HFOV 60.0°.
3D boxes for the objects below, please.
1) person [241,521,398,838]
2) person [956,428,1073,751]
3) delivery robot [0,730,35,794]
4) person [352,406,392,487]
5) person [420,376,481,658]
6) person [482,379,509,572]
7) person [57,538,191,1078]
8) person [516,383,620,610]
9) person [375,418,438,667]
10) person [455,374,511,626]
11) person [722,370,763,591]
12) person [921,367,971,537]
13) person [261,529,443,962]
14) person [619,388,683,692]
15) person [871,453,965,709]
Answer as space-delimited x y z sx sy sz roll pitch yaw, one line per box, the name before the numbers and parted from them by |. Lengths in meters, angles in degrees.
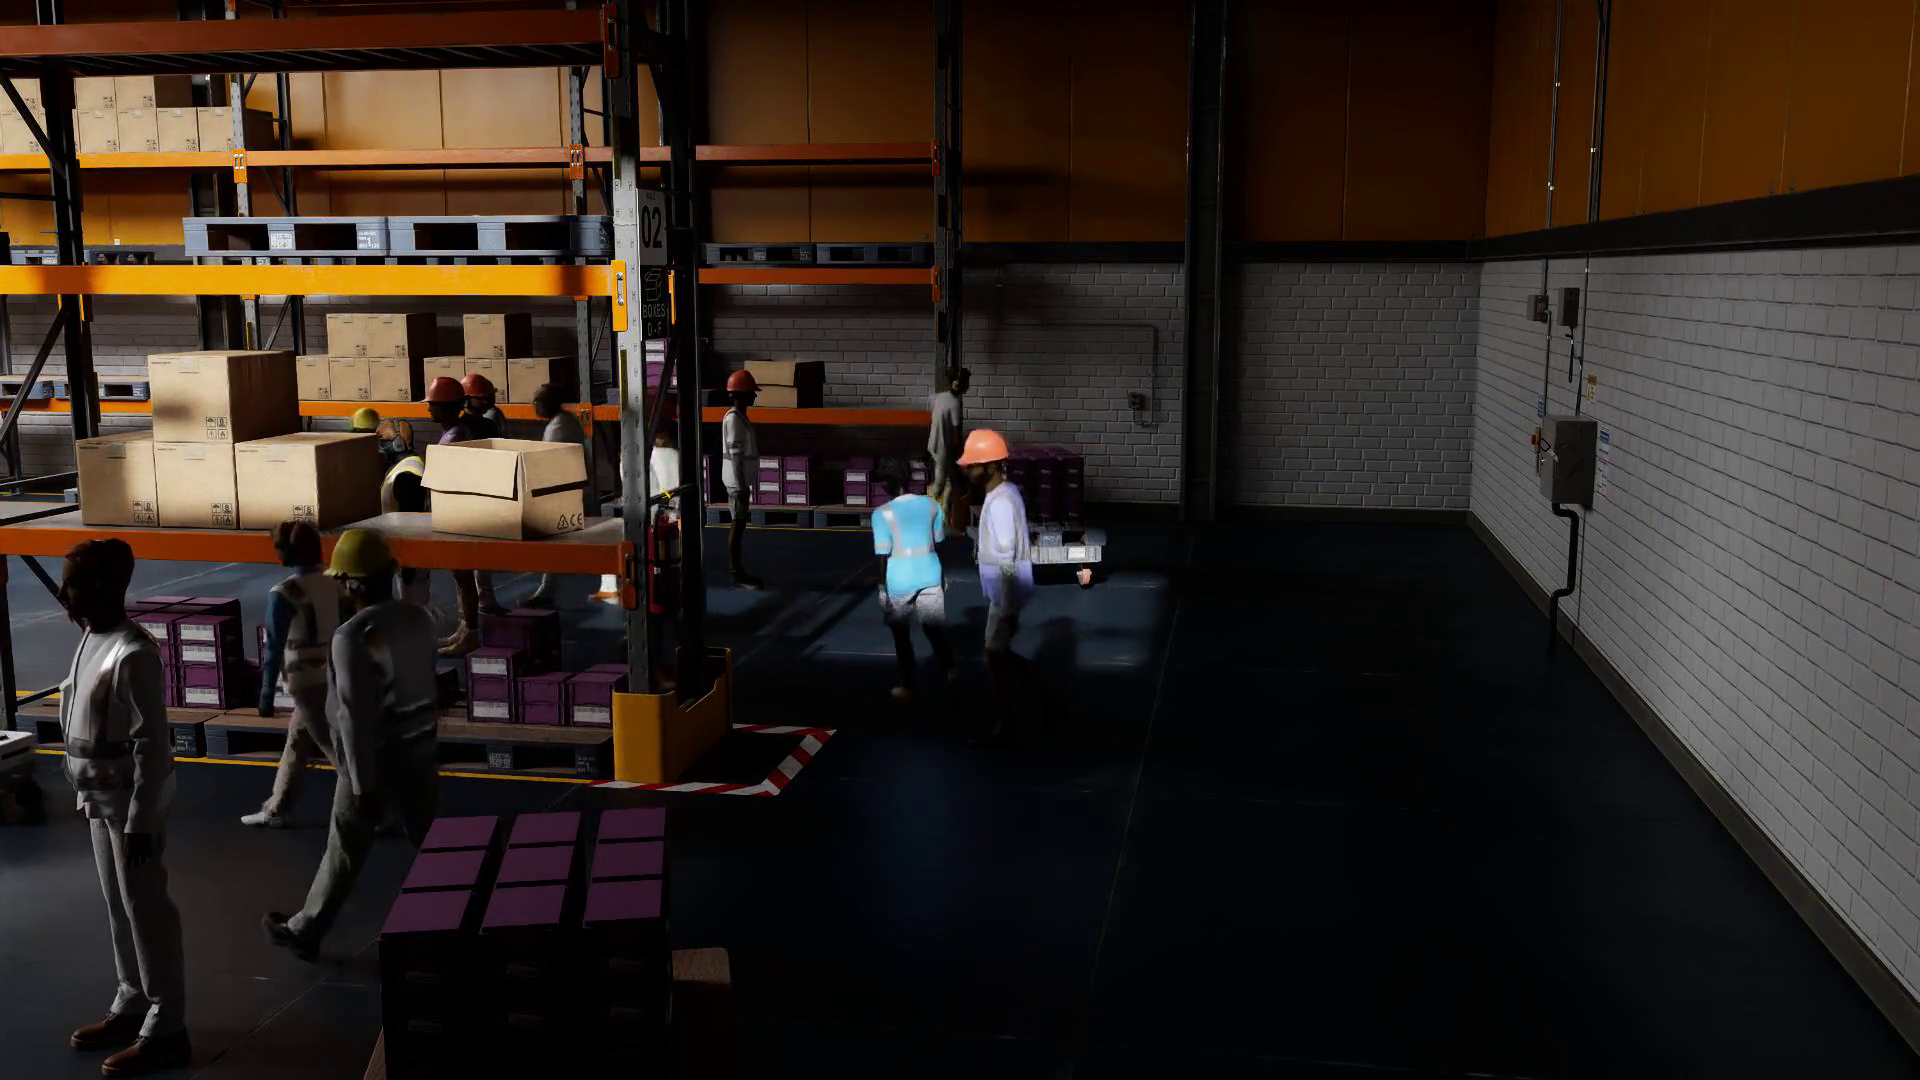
person | -3.173 0.695 8.166 0.875 1.590 0.524 2 9 10
person | 0.303 0.296 9.647 0.625 1.914 0.575 1 9 3
delivery robot | -5.147 1.102 8.554 0.707 0.478 0.477 2 9 13
person | -4.671 -0.192 13.189 0.530 1.744 0.402 -5 10 -27
person | -3.688 -0.165 12.098 0.377 2.045 0.605 -3 10 -16
person | -4.408 -0.610 15.548 0.403 1.822 0.588 -2 9 -13
person | -2.952 0.924 5.841 0.356 1.883 0.573 -9 13 -43
person | -3.269 -0.356 13.778 0.823 1.879 0.679 1 9 4
person | -3.701 0.100 11.127 0.430 1.835 0.622 -4 10 -21
person | -3.839 -0.326 13.244 0.381 1.994 0.622 3 10 19
person | -1.912 -0.523 14.643 0.361 1.939 0.543 -1 9 -6
person | -0.142 -0.890 17.272 0.672 1.816 0.554 -3 10 -20
person | -2.378 0.843 6.621 0.936 1.785 0.610 3 10 20
person | -2.045 -0.001 11.109 0.541 2.031 0.626 4 10 24
person | -0.279 0.276 10.521 0.572 1.658 0.698 -6 11 -31
